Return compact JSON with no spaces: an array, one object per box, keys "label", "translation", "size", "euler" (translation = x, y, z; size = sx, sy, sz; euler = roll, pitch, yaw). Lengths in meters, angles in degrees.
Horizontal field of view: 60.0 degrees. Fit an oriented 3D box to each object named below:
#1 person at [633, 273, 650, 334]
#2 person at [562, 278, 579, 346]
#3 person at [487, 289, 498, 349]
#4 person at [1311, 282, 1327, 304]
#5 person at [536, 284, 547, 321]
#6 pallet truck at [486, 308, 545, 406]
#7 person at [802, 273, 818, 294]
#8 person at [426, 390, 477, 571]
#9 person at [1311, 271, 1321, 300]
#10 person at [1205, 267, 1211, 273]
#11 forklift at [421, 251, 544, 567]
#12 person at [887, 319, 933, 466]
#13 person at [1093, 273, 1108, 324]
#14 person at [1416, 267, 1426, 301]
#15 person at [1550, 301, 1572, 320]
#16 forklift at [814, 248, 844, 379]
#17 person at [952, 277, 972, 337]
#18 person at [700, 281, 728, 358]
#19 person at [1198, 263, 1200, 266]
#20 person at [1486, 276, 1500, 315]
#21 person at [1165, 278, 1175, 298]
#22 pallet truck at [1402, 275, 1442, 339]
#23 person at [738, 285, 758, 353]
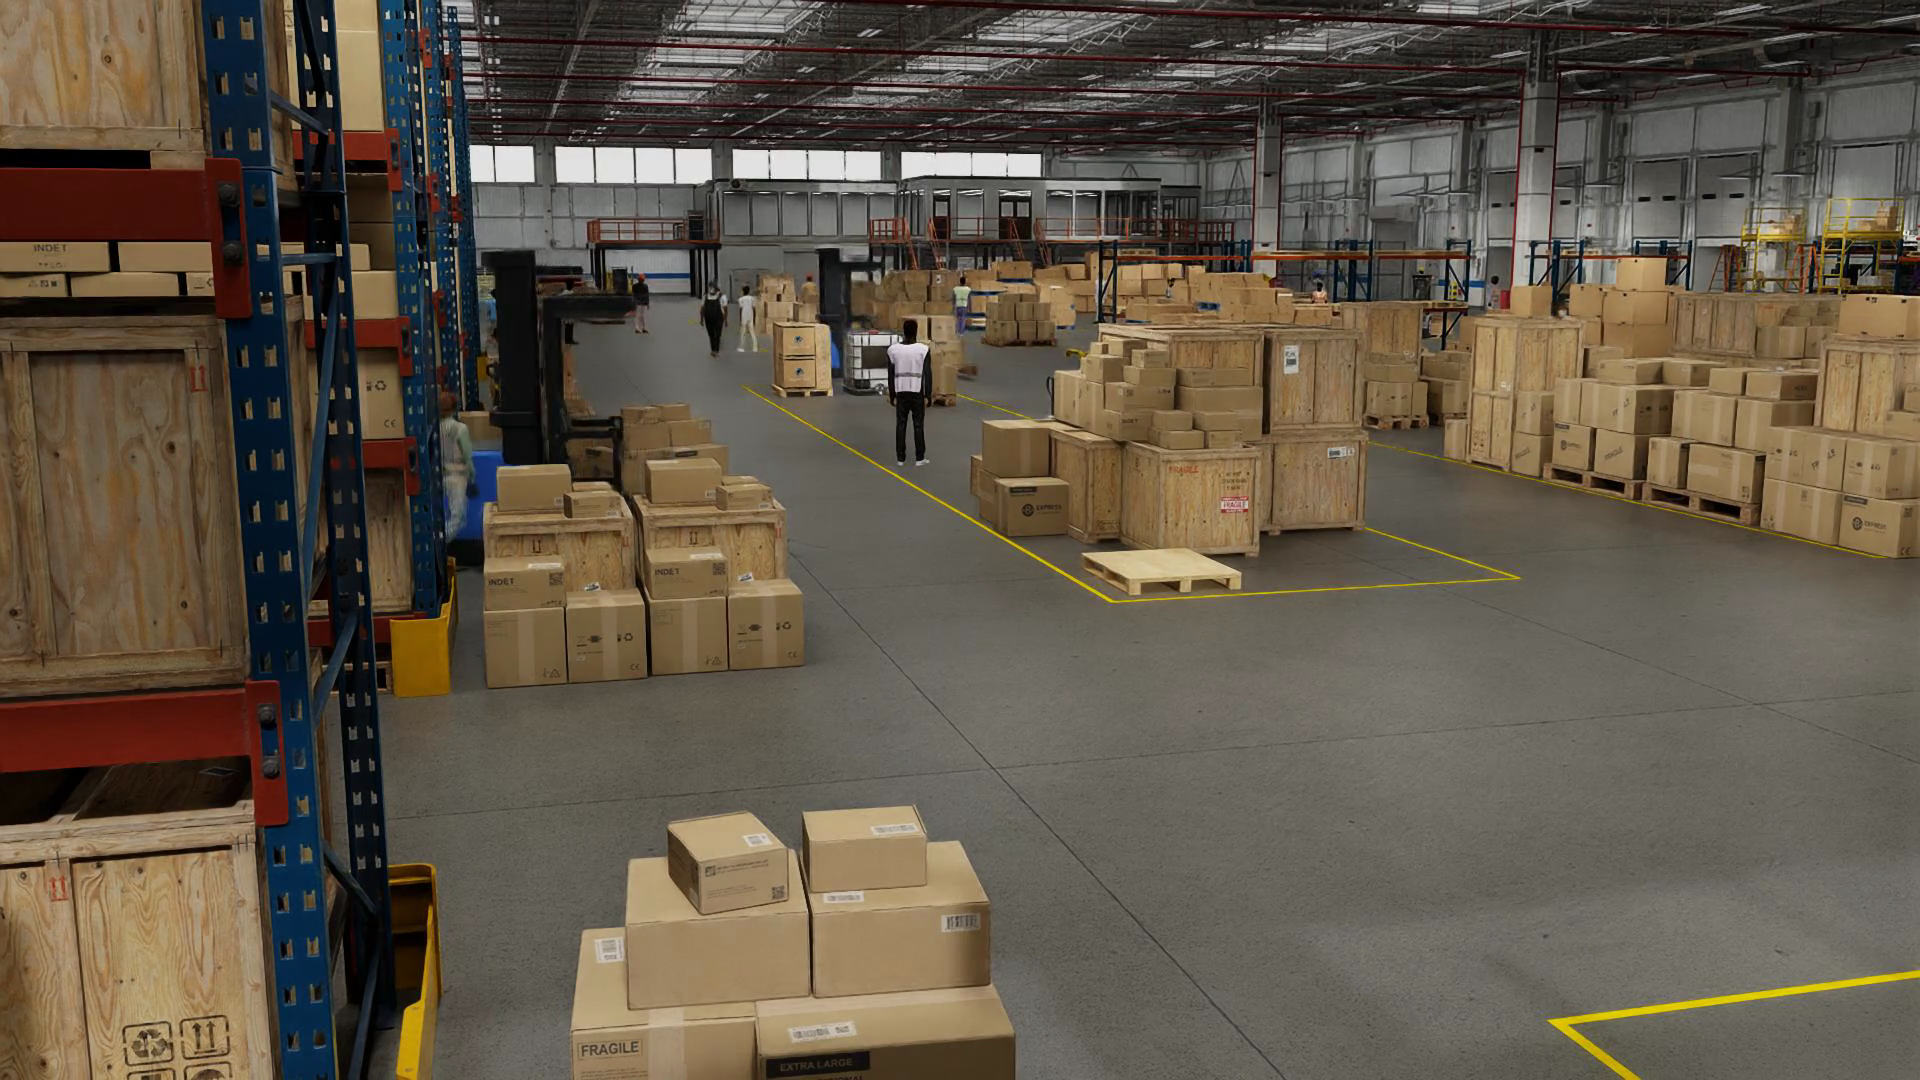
[{"label":"person","translation":[-10.503,-7.801,54.851],"size":[0.392,1.995,0.612],"euler":[10,14,44]},{"label":"person","translation":[-11.320,-6.613,48.245],"size":[0.367,1.959,0.600],"euler":[2,10,9]},{"label":"person","translation":[-13.019,-6.195,46.594],"size":[0.547,1.686,0.478],"euler":[5,11,28]},{"label":"person","translation":[11.963,-7.739,55.370],"size":[0.531,1.688,0.324],"euler":[4,11,22]},{"label":"person","translation":[-12.478,-6.700,49.343],"size":[0.531,1.738,0.745],"euler":[4,11,20]},{"label":"pallet truck","translation":[-6.242,-2.418,24.362],"size":[0.823,1.965,1.885],"euler":[1,10,3]},{"label":"person","translation":[-5.323,-8.502,59.042],"size":[0.570,1.917,0.543],"euler":[-2,10,-14]},{"label":"person","translation":[-4.497,-0.487,14.478],"size":[0.509,1.622,0.636],"euler":[7,12,35]},{"label":"person","translation":[14.112,-9.759,66.213],"size":[0.984,1.891,0.644],"euler":[5,11,26]},{"label":"person","translation":[12.598,-12.843,83.872],"size":[0.634,1.825,0.654],"euler":[9,13,42]},{"label":"forklift","translation":[-3.968,-1.199,14.960],"size":[1.873,2.768,1.129],"euler":[-2,10,-11]},{"label":"person","translation":[-0.651,-1.927,21.807],"size":[0.596,1.918,0.384],"euler":[2,10,11]},{"label":"person","translation":[5.197,-8.950,61.520],"size":[0.372,1.940,0.627],"euler":[-10,14,-44]},{"label":"person","translation":[20.938,-11.439,75.643],"size":[0.381,1.928,0.587],"euler":[-7,12,-36]},{"label":"person","translation":[10.622,-3.308,29.670],"size":[0.637,1.914,0.889],"euler":[-1,10,-5]},{"label":"forklift","translation":[-2.807,-4.843,35.600],"size":[1.873,2.768,1.129],"euler":[-3,10,-15]},{"label":"person","translation":[0.082,-7.475,53.345],"size":[0.621,1.867,1.002],"euler":[1,10,5]},{"label":"person","translation":[-6.412,-5.770,43.225],"size":[0.691,2.000,1.059],"euler":[1,10,8]},{"label":"person","translation":[13.021,-14.156,90.838],"size":[0.608,1.995,0.376],"euler":[-4,11,-20]},{"label":"person","translation":[18.844,-8.413,58.777],"size":[0.626,1.836,0.430],"euler":[-8,13,-37]},{"label":"person","translation":[6.752,-7.497,53.499],"size":[0.313,1.864,0.534],"euler":[2,10,11]},{"label":"pallet truck","translation":[14.620,-7.324,52.145],"size":[0.823,1.965,1.885],"euler":[8,13,40]},{"label":"person","translation":[-5.726,-5.966,44.959],"size":[0.549,1.828,0.979],"euler":[-6,12,-33]}]
